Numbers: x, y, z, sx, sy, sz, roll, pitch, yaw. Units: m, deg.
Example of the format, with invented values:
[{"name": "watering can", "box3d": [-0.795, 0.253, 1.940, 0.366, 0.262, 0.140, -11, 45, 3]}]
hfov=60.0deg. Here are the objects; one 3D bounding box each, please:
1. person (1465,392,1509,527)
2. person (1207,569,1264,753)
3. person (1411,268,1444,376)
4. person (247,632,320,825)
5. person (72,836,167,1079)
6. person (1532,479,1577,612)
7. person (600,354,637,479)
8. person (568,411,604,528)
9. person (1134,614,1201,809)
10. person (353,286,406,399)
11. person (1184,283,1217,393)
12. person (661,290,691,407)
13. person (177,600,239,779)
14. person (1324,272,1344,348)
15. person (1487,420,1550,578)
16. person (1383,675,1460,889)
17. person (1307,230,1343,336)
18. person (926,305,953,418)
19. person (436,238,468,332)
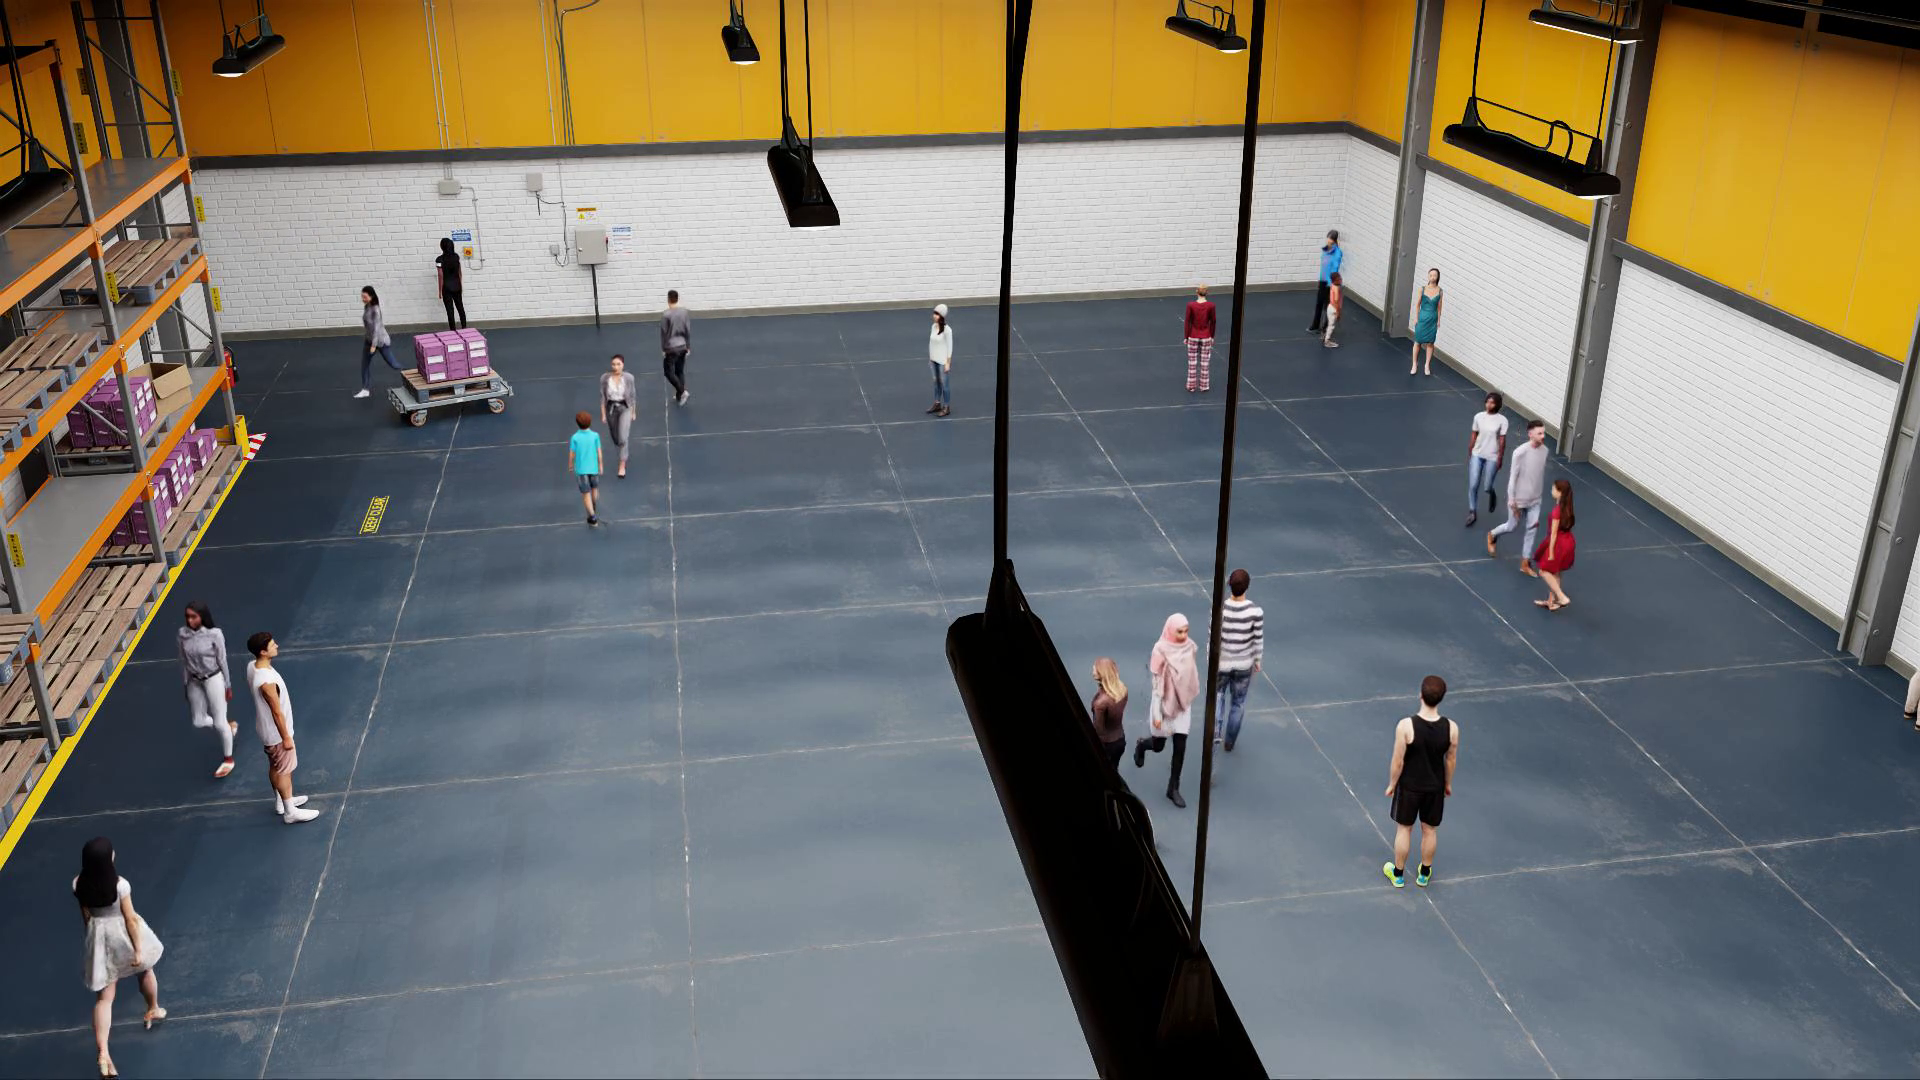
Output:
[{"name": "person", "box3d": [6.489, -1.017, 20.466, 0.853, 1.707, 0.909, 17, 29, 33]}, {"name": "person", "box3d": [2.513, 1.164, 15.314, 0.798, 1.838, 0.864, 5, 24, 12]}, {"name": "person", "box3d": [7.302, -3.413, 25.975, 0.619, 1.685, 0.609, 5, 24, 12]}, {"name": "person", "box3d": [-5.920, 1.611, 14.352, 0.785, 1.789, 0.665, -17, 29, -33]}, {"name": "person", "box3d": [-5.878, 2.889, 11.490, 0.701, 1.740, 1.183, -1, 24, -3]}, {"name": "person", "box3d": [6.601, 0.085, 18.155, 0.749, 1.539, 0.845, -20, 31, -38]}, {"name": "person", "box3d": [-4.515, -1.687, 22.071, 0.695, 1.649, 1.043, 0, 24, -1]}, {"name": "person", "box3d": [-4.575, -0.855, 20.462, 0.724, 1.413, 0.987, -12, 26, -25]}, {"name": "person", "box3d": [1.804, 1.459, 14.706, 0.764, 1.784, 1.061, -10, 26, -22]}, {"name": "person", "box3d": [-8.654, -2.976, 24.972, 1.140, 1.687, 1.117, 20, 31, 39]}, {"name": "person", "box3d": [3.635, -3.079, 25.196, 0.651, 1.698, 0.565, 0, 24, 1]}, {"name": "person", "box3d": [-4.154, -2.792, 24.472, 0.853, 1.752, 0.974, -18, 29, -35]}, {"name": "person", "box3d": [-6.801, 1.300, 15.161, 0.740, 1.711, 0.866, 3, 24, 7]}, {"name": "person", "box3d": [6.152, -3.803, 27.366, 0.700, 1.285, 0.574, 1, 24, 3]}, {"name": "person", "box3d": [6.477, -0.530, 19.212, 0.779, 1.819, 1.120, -8, 25, -17]}, {"name": "person", "box3d": [3.722, 1.961, 13.423, 0.717, 1.892, 0.649, 0, 24, 1]}, {"name": "person", "box3d": [6.232, -4.322, 27.919, 0.778, 1.795, 0.636, -9, 25, -20]}, {"name": "person", "box3d": [-0.288, -2.626, 24.226, 0.705, 1.645, 0.609, -21, 31, -39]}, {"name": "person", "box3d": [-8.467, -4.184, 27.686, 0.767, 1.729, 0.717, 18, 30, 36]}]
